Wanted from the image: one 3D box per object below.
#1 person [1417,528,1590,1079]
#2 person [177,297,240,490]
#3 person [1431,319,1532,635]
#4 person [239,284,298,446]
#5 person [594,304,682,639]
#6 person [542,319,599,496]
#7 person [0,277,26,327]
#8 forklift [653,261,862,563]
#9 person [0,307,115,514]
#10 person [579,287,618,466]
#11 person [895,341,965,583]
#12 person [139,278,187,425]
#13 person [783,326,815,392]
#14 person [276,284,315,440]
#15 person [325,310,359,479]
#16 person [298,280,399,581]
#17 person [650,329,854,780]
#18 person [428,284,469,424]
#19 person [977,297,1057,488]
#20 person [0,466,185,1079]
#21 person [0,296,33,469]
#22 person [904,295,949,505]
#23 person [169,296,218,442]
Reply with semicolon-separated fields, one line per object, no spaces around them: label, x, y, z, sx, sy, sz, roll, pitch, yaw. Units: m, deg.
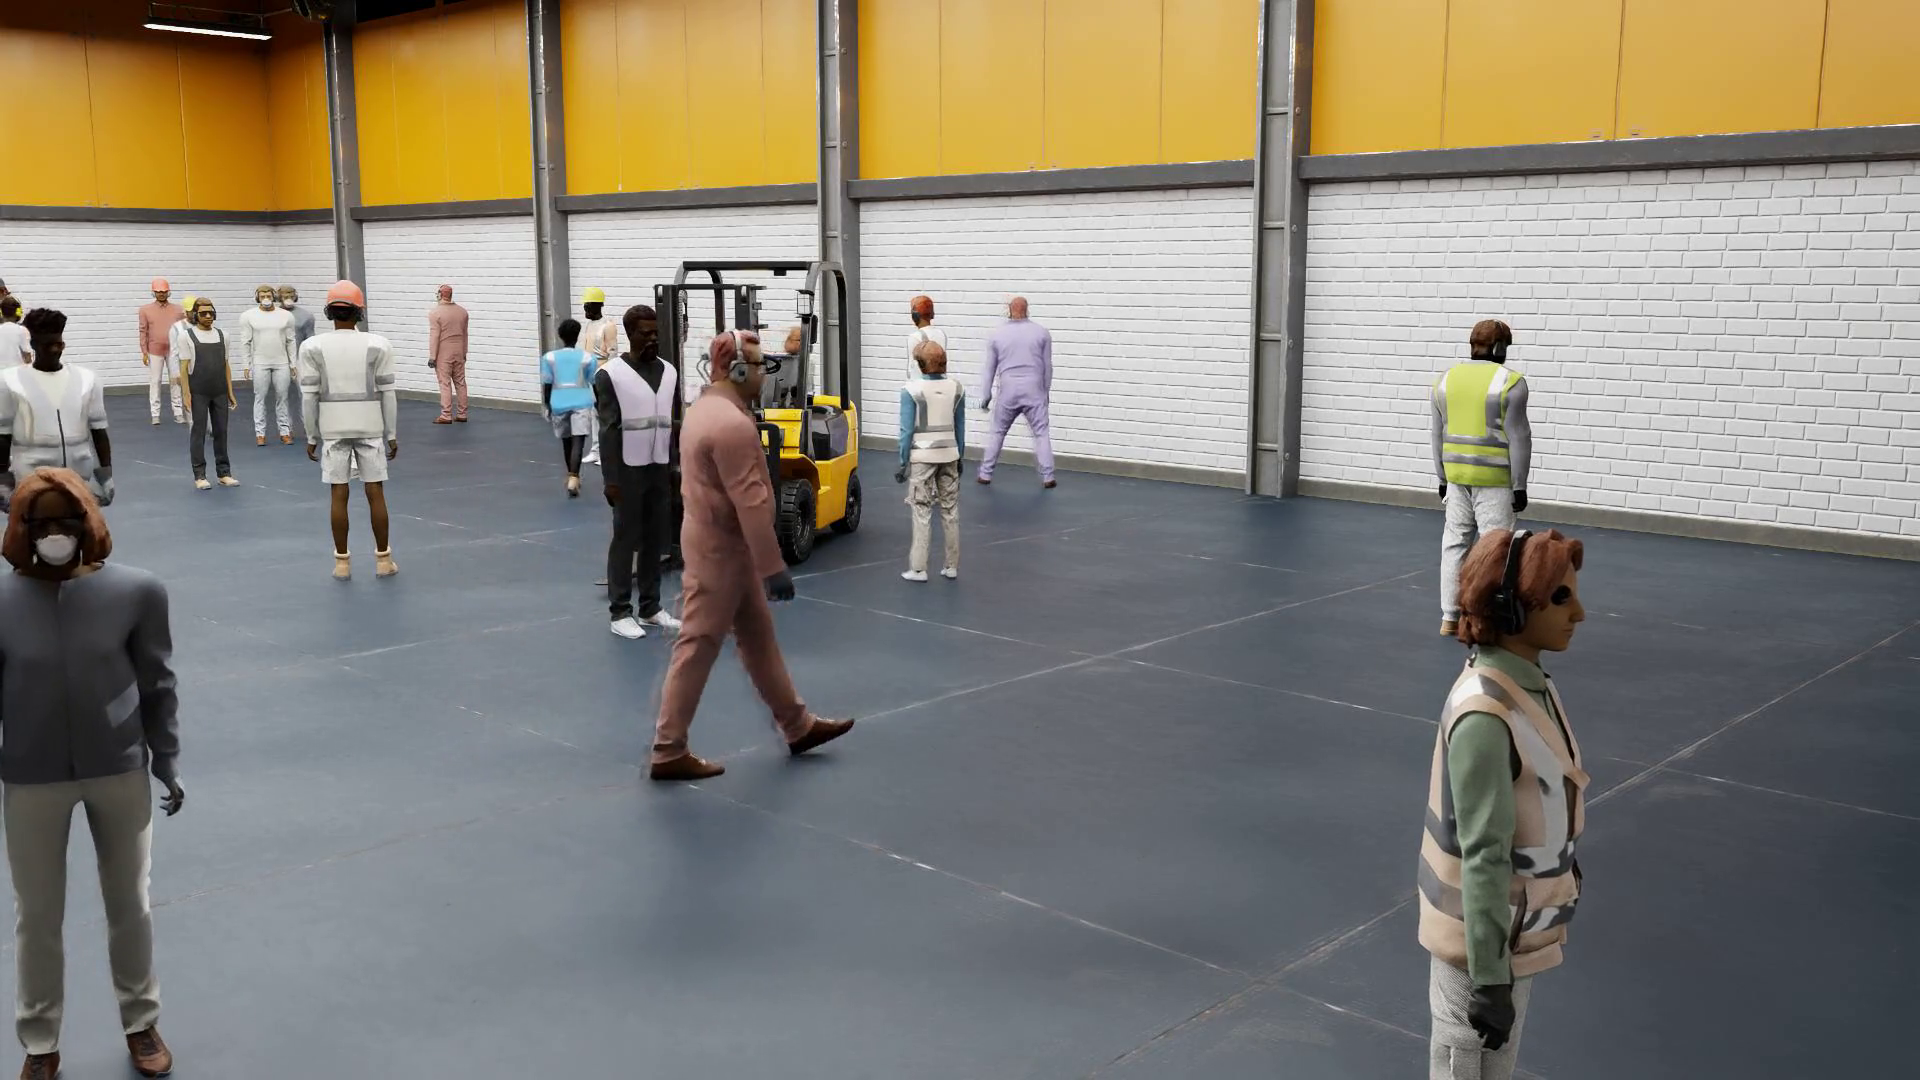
person;1.037;0.786;3.222;0.308;1.641;0.516;4;10;23
person;-7.258;-1.412;16.069;0.338;1.845;0.514;7;12;37
person;2.988;-0.335;9.494;0.429;1.838;0.621;-7;12;-37
person;-8.290;-2.098;19.987;0.635;1.937;0.353;-6;11;-32
person;-1.865;-0.404;9.668;0.371;1.916;0.597;6;11;33
person;-3.658;-1.256;15.698;0.540;1.655;0.874;0;9;-1
person;-13.754;-2.775;23.824;0.684;2.000;0.535;3;10;17
forklift;-1.552;-1.040;12.721;1.214;2.155;2.313;2;9;11
person;-5.317;-0.408;9.734;1.007;1.917;0.608;8;12;41
person;-3.924;-1.770;18.014;0.367;1.927;0.584;-9;13;-43
person;-0.187;-0.524;11.262;0.538;1.638;0.317;-6;11;-32
person;-10.879;-2.578;22.758;0.611;1.996;0.387;-6;11;-33
person;-1.413;-1.074;14.709;0.517;1.618;0.507;8;12;41
person;-8.285;-2.191;20.567;0.648;1.930;0.452;-4;10;-24
person;-6.232;-1.560;16.854;0.343;1.882;0.585;-6;11;-34
person;-4.151;-0.740;11.341;0.609;2.044;0.395;-3;10;-16
person;-0.880;0.067;6.936;0.952;1.861;0.658;-2;10;-13
person;-7.044;-2.547;22.835;0.407;1.910;0.639;6;11;32
person;0.531;-1.441;16.268;0.808;1.857;0.556;1;9;6
person;-2.268;0.618;4.270;0.507;1.630;0.268;-5;11;-30
person;-10.127;-1.698;17.895;0.498;1.817;0.969;0;9;-2
person;-0.307;-1.252;14.976;0.352;1.881;0.576;5;11;29
person;-9.261;-2.068;20.246;0.605;1.791;0.806;-8;12;-40
